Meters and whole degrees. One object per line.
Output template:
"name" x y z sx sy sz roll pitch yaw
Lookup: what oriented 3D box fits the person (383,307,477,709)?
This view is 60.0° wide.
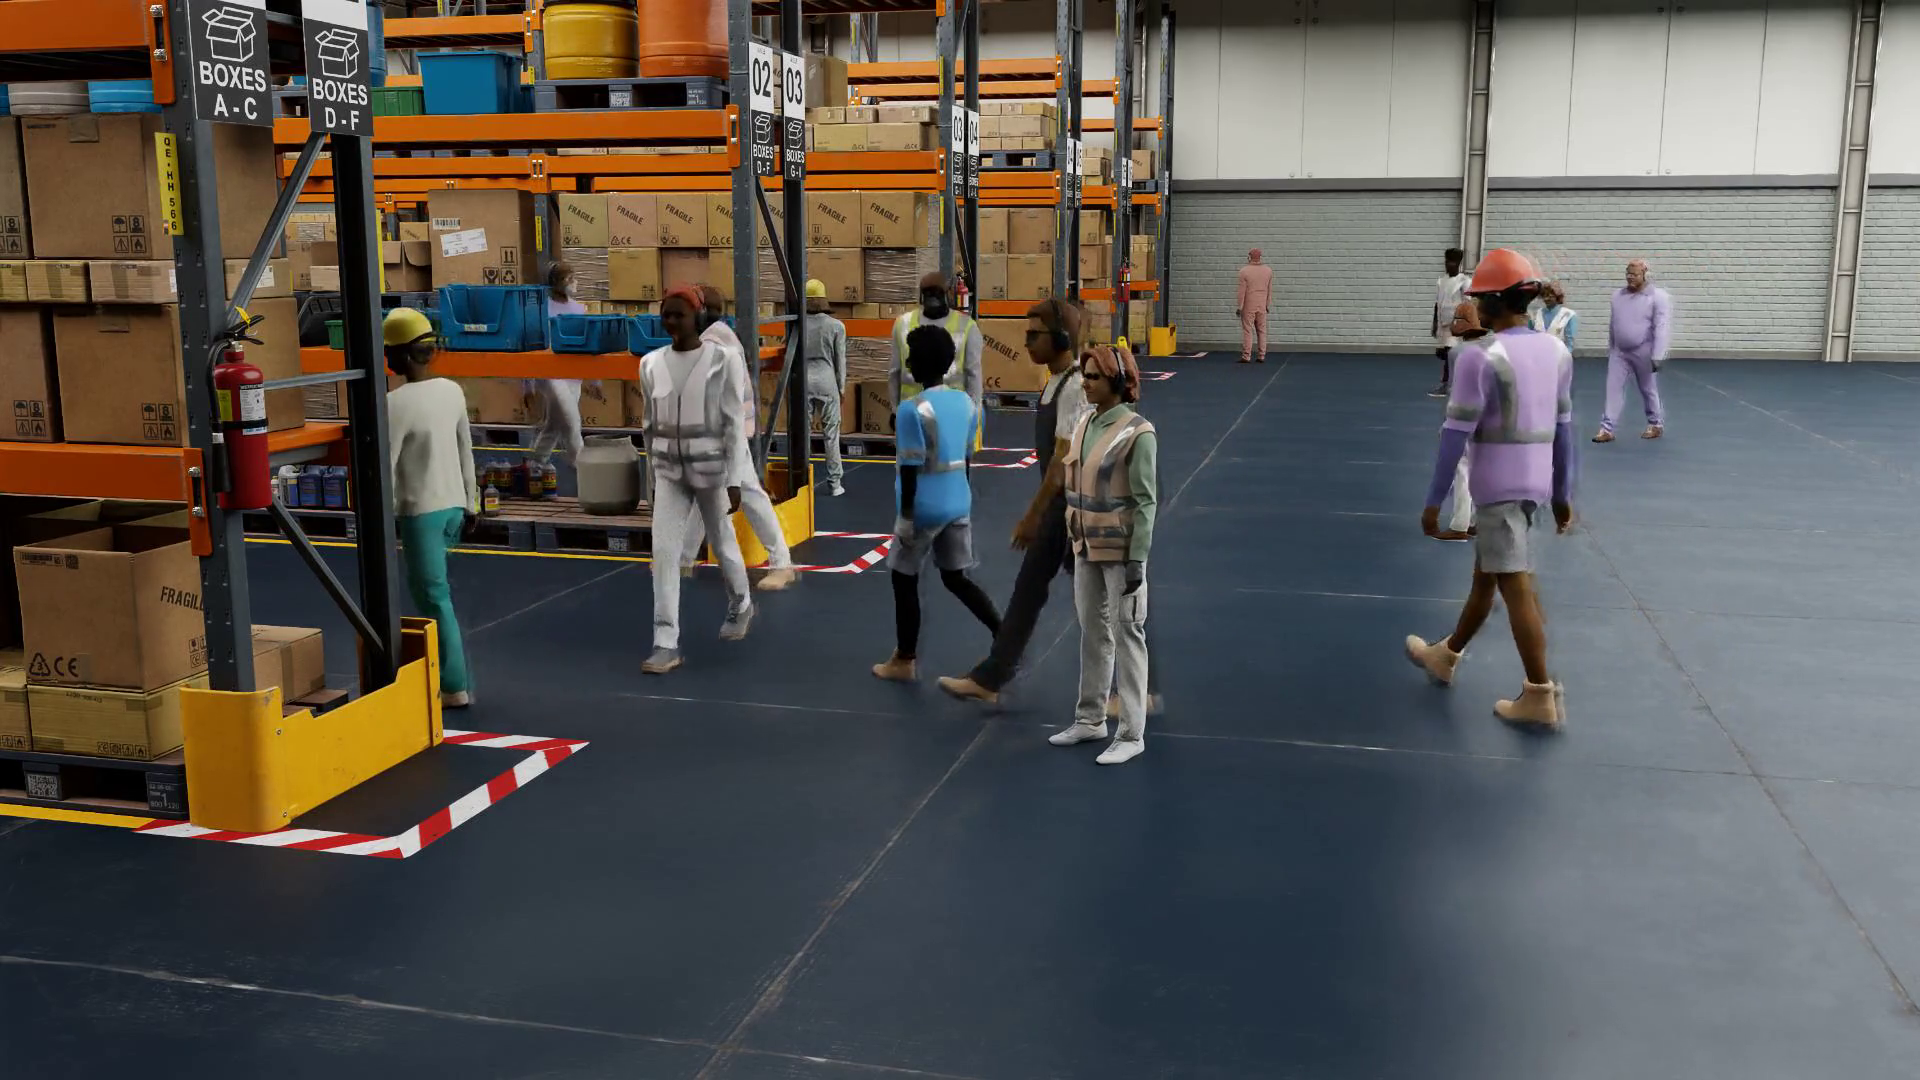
"person" -2.378 -0.129 7.229 0.542 1.746 0.554 4 11 19

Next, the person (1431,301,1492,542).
"person" 3.441 -0.801 11.303 0.497 1.633 0.285 -9 13 -40

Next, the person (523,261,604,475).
"person" -3.102 -1.231 13.016 1.062 1.882 0.647 5 11 26

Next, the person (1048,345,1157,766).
"person" 0.579 0.056 6.535 0.310 1.642 0.514 -6 12 -30

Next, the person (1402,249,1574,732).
"person" 2.249 -0.236 7.172 0.629 1.988 1.045 -7 12 -33

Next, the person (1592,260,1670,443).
"person" 6.887 -1.921 16.938 1.004 1.855 0.653 -9 13 -40

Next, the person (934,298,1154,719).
"person" 0.388 -0.110 7.028 0.976 1.791 0.524 -2 11 -13

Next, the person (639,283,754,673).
"person" -1.281 -0.330 8.127 0.574 1.847 0.945 3 11 14

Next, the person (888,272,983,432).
"person" -0.170 -0.864 11.096 0.651 1.832 0.447 2 10 11

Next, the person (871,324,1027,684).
"person" -0.063 -0.137 7.520 0.723 1.671 0.539 8 13 36

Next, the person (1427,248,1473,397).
"person" 6.487 -2.857 21.820 0.731 1.950 0.618 -4 11 -22

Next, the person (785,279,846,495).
"person" -1.164 -1.223 13.390 0.497 1.732 0.383 0 10 1

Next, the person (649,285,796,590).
"person" -1.400 -0.604 9.862 0.909 1.789 0.668 -1 10 -5

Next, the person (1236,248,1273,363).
"person" 4.878 -3.895 27.688 0.643 1.909 0.410 -4 11 -21

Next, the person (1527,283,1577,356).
"person" 5.960 -1.781 16.772 0.516 1.622 0.472 9 14 41

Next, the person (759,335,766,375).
"person" -2.297 -2.443 19.304 0.414 2.035 0.612 -2 10 -9
